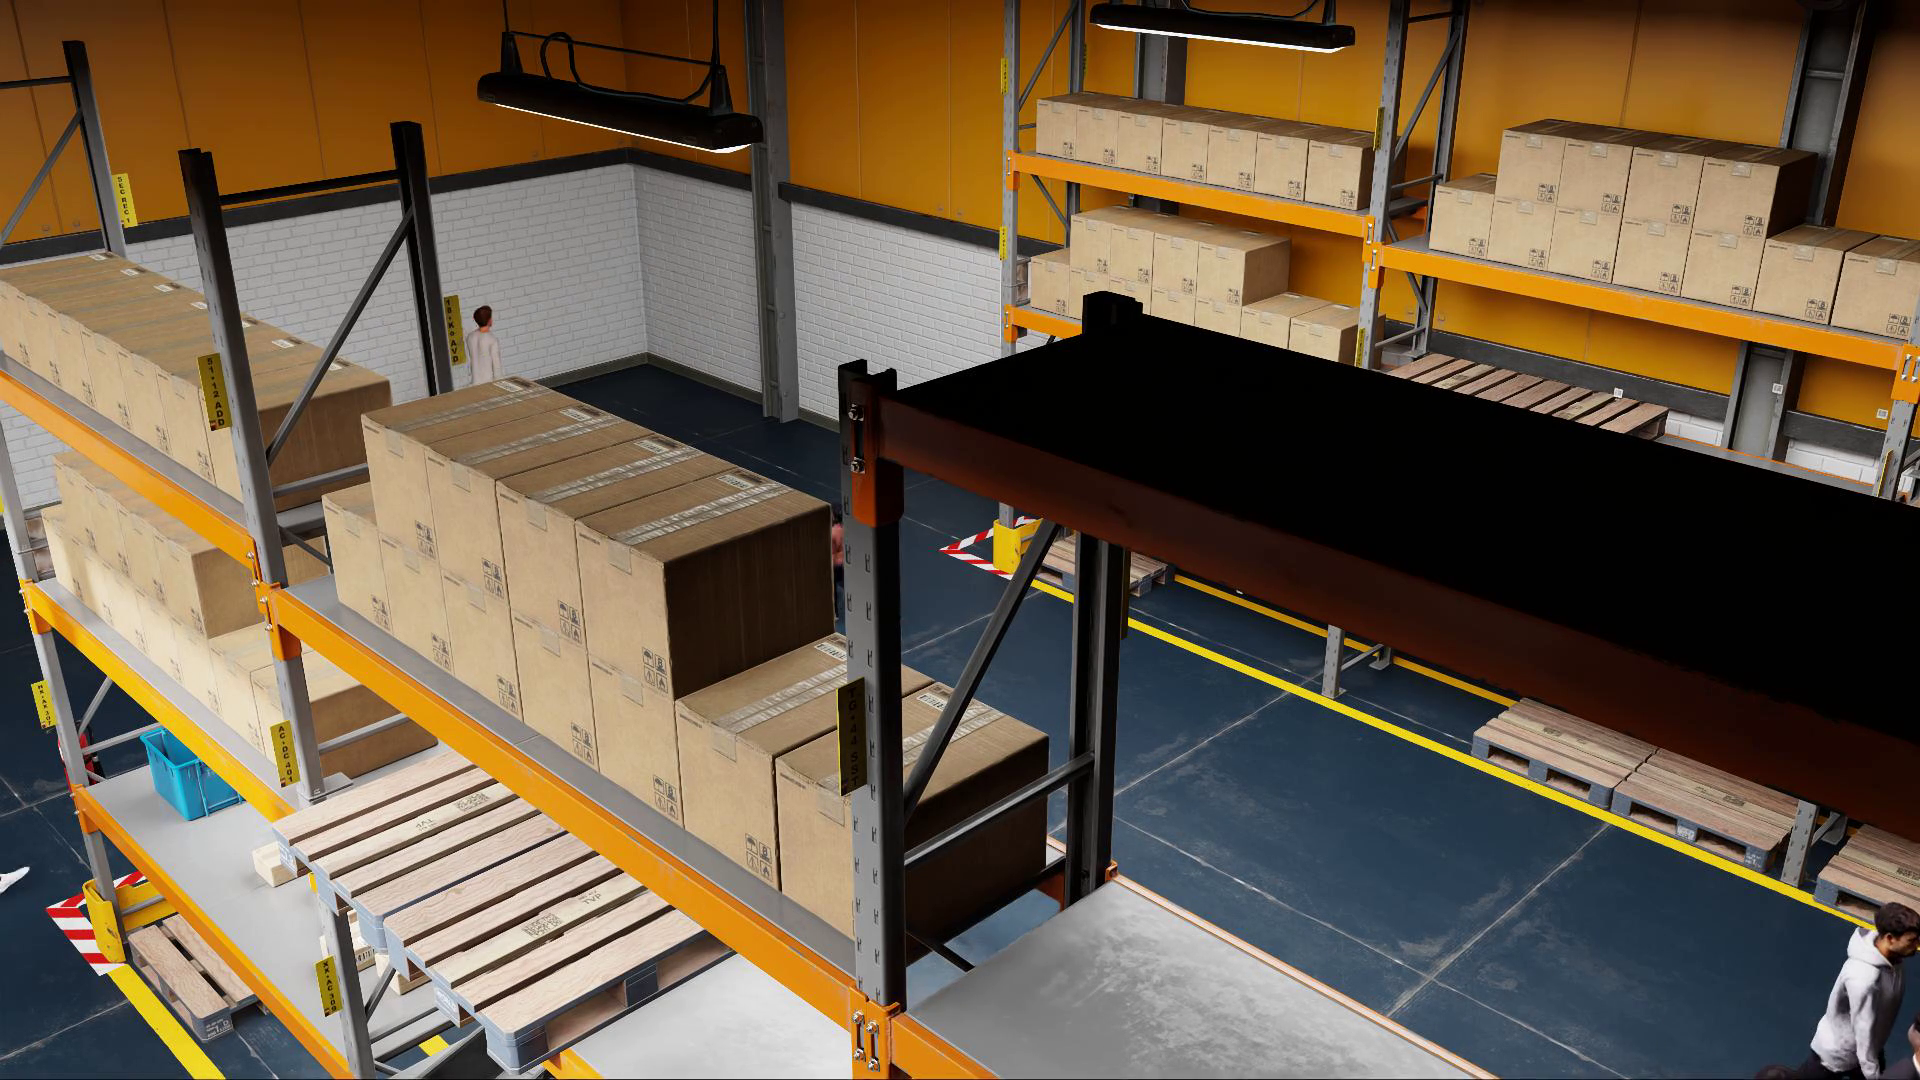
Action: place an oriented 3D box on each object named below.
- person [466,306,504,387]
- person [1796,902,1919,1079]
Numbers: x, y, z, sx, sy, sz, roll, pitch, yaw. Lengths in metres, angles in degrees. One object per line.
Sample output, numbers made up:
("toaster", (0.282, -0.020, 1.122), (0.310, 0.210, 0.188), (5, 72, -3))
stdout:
("person", (-5.703, -1.829, 19.900), (1.059, 1.870, 0.993), (8, 25, 18))
("person", (4.857, 2.805, 9.312), (0.731, 1.860, 1.288), (-19, 30, -36))
